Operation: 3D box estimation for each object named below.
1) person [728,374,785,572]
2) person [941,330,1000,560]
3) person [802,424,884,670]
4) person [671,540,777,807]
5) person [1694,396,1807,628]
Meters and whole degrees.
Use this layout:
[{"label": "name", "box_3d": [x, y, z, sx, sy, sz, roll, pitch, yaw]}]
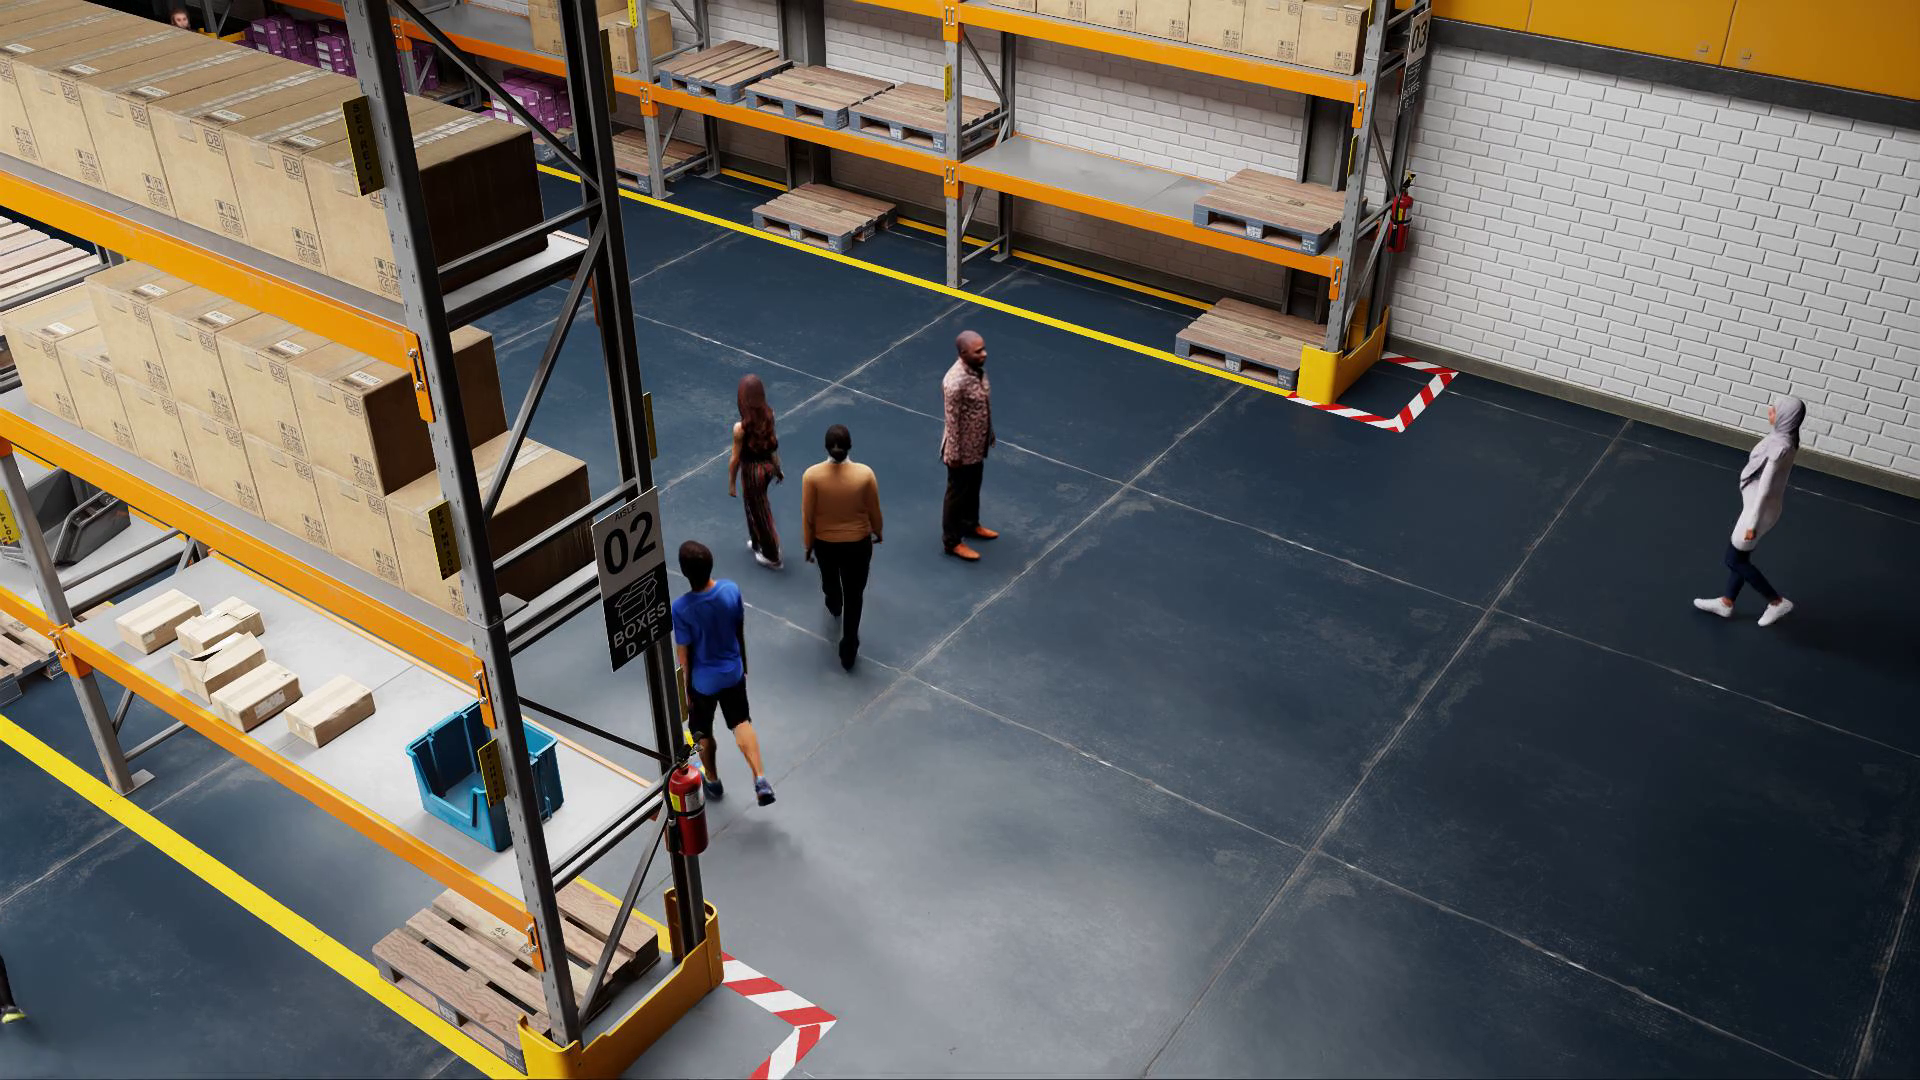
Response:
[{"label": "person", "box_3d": [-1.395, -0.449, 12.002, 0.657, 1.546, 0.606, 25, 41, 33]}, {"label": "person", "box_3d": [0.034, -0.723, 12.181, 0.634, 1.805, 0.710, 15, 36, 21]}, {"label": "person", "box_3d": [-0.787, 0.079, 11.056, 1.151, 1.715, 1.135, -1, 34, -1]}, {"label": "person", "box_3d": [-1.395, 0.847, 9.780, 0.843, 1.848, 1.078, -21, 39, -28]}, {"label": "person", "box_3d": [5.544, -0.159, 11.367, 0.834, 1.767, 0.610, 21, 39, 28]}]
